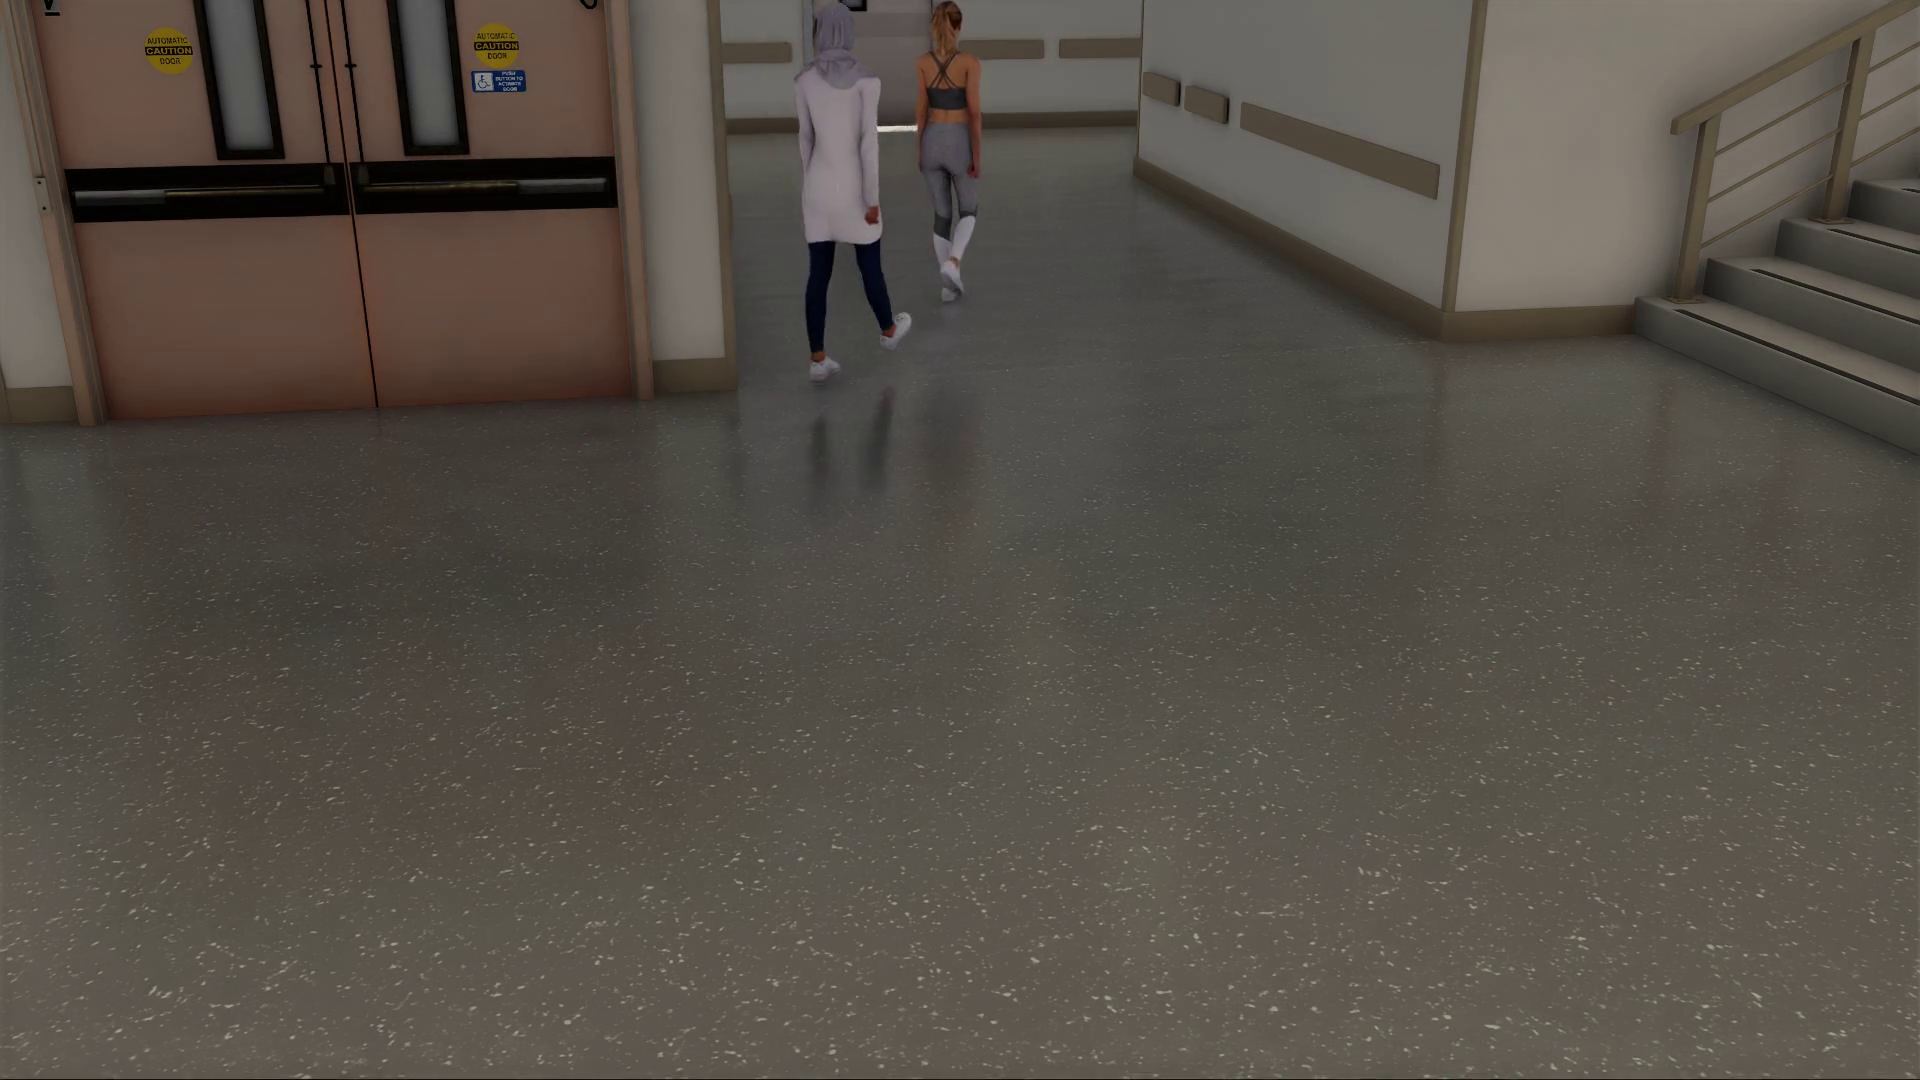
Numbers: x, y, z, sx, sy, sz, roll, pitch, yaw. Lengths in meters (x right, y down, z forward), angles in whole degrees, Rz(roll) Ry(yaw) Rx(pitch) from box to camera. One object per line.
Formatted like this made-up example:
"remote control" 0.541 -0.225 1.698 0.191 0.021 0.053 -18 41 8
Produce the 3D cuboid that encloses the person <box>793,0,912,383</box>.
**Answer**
"person" -0.620 -1.607 7.924 1.120 1.734 1.059 9 22 22

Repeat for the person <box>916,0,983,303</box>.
"person" -0.088 -2.182 9.498 0.782 1.693 0.791 6 21 15
